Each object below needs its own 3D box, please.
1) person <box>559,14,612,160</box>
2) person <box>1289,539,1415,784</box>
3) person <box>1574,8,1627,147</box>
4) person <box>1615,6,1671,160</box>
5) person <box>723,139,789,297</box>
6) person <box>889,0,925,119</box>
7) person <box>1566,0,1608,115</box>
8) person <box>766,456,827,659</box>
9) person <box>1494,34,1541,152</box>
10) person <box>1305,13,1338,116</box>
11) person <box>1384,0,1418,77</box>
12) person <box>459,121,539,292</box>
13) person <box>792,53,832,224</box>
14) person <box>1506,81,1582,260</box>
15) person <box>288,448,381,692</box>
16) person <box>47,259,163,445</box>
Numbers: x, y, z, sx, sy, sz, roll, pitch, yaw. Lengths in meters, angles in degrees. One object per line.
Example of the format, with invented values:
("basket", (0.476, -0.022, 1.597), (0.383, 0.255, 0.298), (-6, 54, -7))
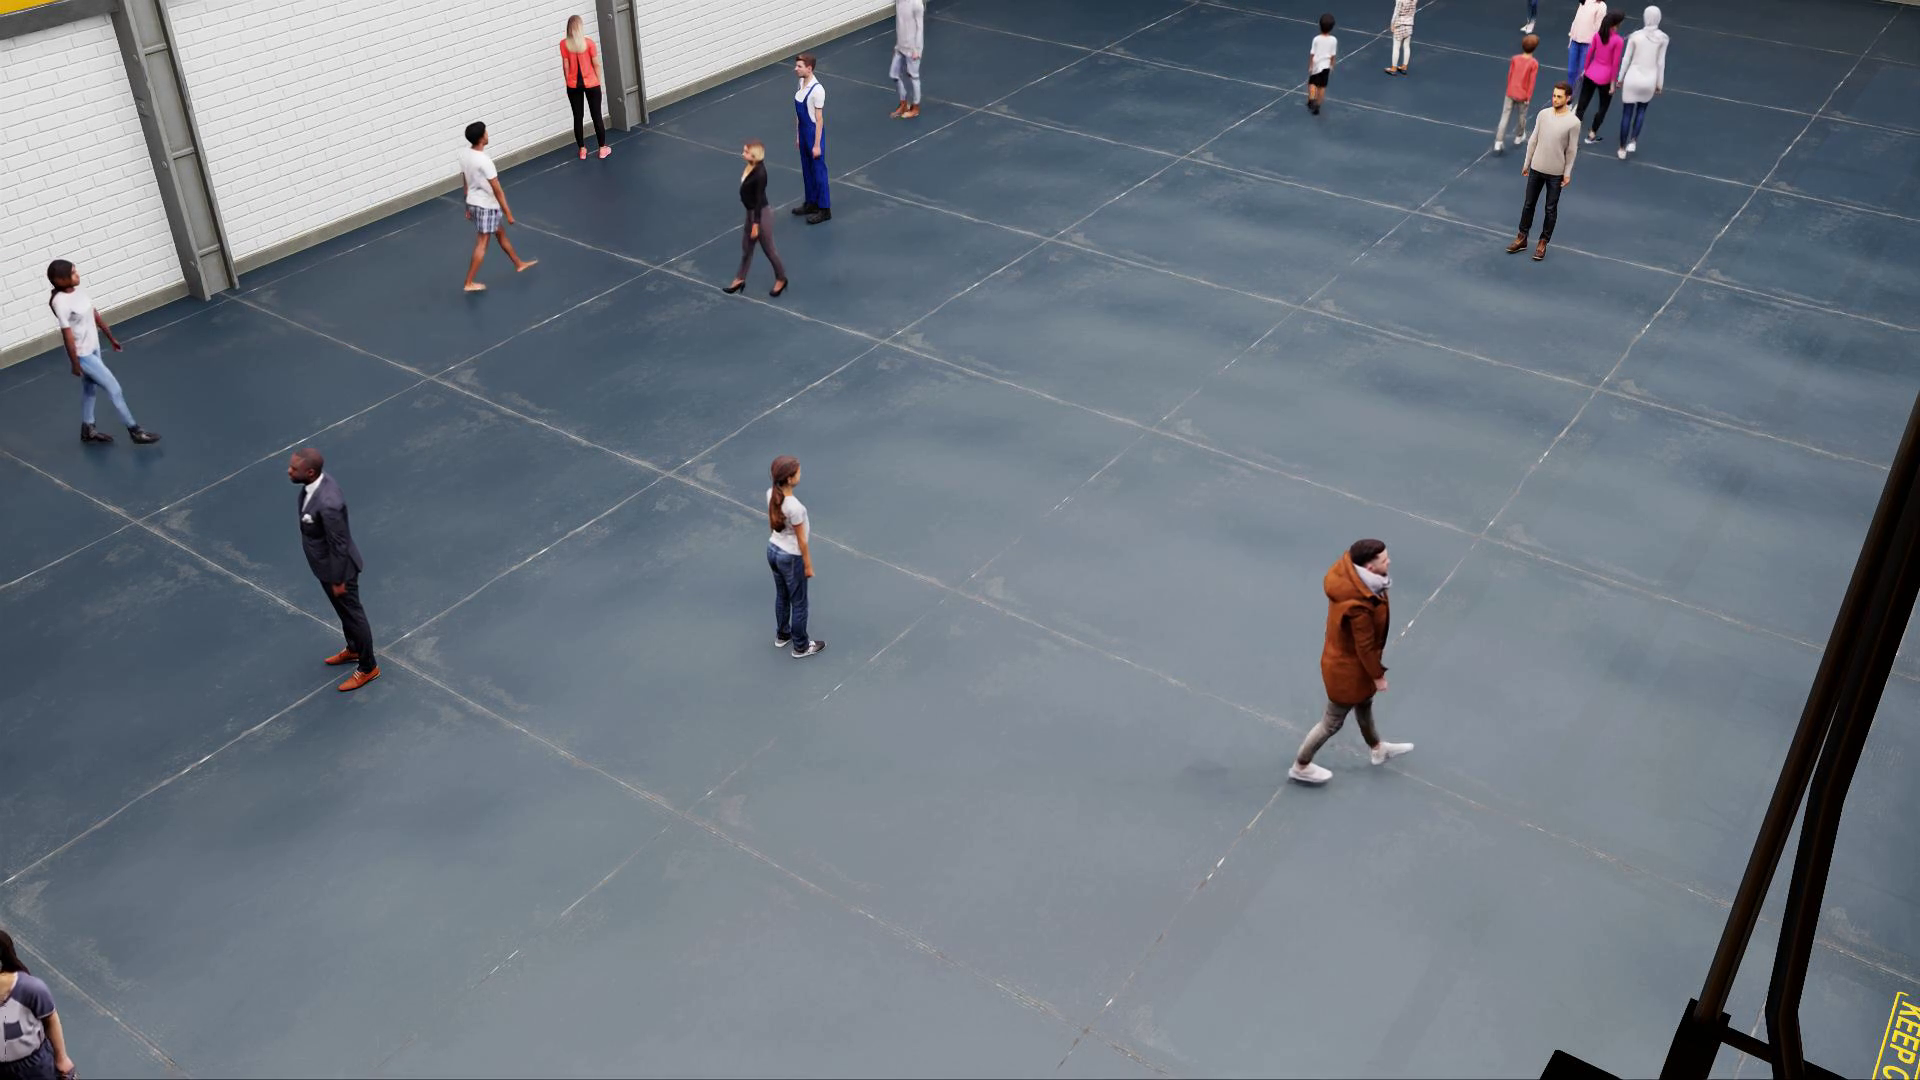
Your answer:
("person", (-4.471, -5.378, 19.738), (0.675, 1.693, 0.702), (0, 34, 1))
("person", (2.348, 0.802, 10.346), (1.079, 1.798, 1.115), (2, 34, 3))
("person", (7.609, -5.483, 19.912), (0.931, 1.674, 0.844), (-26, 42, -33))
("person", (8.035, -5.368, 19.667), (0.758, 1.755, 0.733), (11, 35, 16))
("person", (-1.903, -3.159, 16.443), (1.003, 1.645, 0.897), (-11, 35, -15))
("person", (-0.583, -6.224, 20.888), (0.727, 1.829, 0.766), (-27, 42, -34))
("person", (7.847, -6.213, 20.925), (0.744, 1.769, 0.731), (-12, 35, -17))
("person", (-1.192, 0.105, 11.606), (0.588, 1.563, 0.589), (-26, 41, -33))
("person", (6.662, -5.331, 19.944), (0.531, 1.386, 0.926), (23, 40, 30))
("person", (4.598, -6.017, 21.101), (0.616, 1.248, 0.676), (0, 34, 0))
("person", (5.985, -6.942, 22.437), (0.572, 1.310, 0.662), (-16, 37, -22))
("person", (-4.803, -3.270, 16.579), (0.781, 1.679, 1.187), (28, 43, 36))
("person", (-1.614, -4.399, 18.122), (0.685, 1.851, 0.699), (-21, 39, -28))
("person", (6.115, -3.850, 17.283), (0.673, 1.866, 0.564), (25, 41, 32))
("person", (-4.246, 0.162, 11.284), (0.764, 1.824, 0.782), (-18, 38, -25))
("person", (-7.417, -1.553, 13.980), (1.000, 1.696, 0.967), (-4, 34, -6))
